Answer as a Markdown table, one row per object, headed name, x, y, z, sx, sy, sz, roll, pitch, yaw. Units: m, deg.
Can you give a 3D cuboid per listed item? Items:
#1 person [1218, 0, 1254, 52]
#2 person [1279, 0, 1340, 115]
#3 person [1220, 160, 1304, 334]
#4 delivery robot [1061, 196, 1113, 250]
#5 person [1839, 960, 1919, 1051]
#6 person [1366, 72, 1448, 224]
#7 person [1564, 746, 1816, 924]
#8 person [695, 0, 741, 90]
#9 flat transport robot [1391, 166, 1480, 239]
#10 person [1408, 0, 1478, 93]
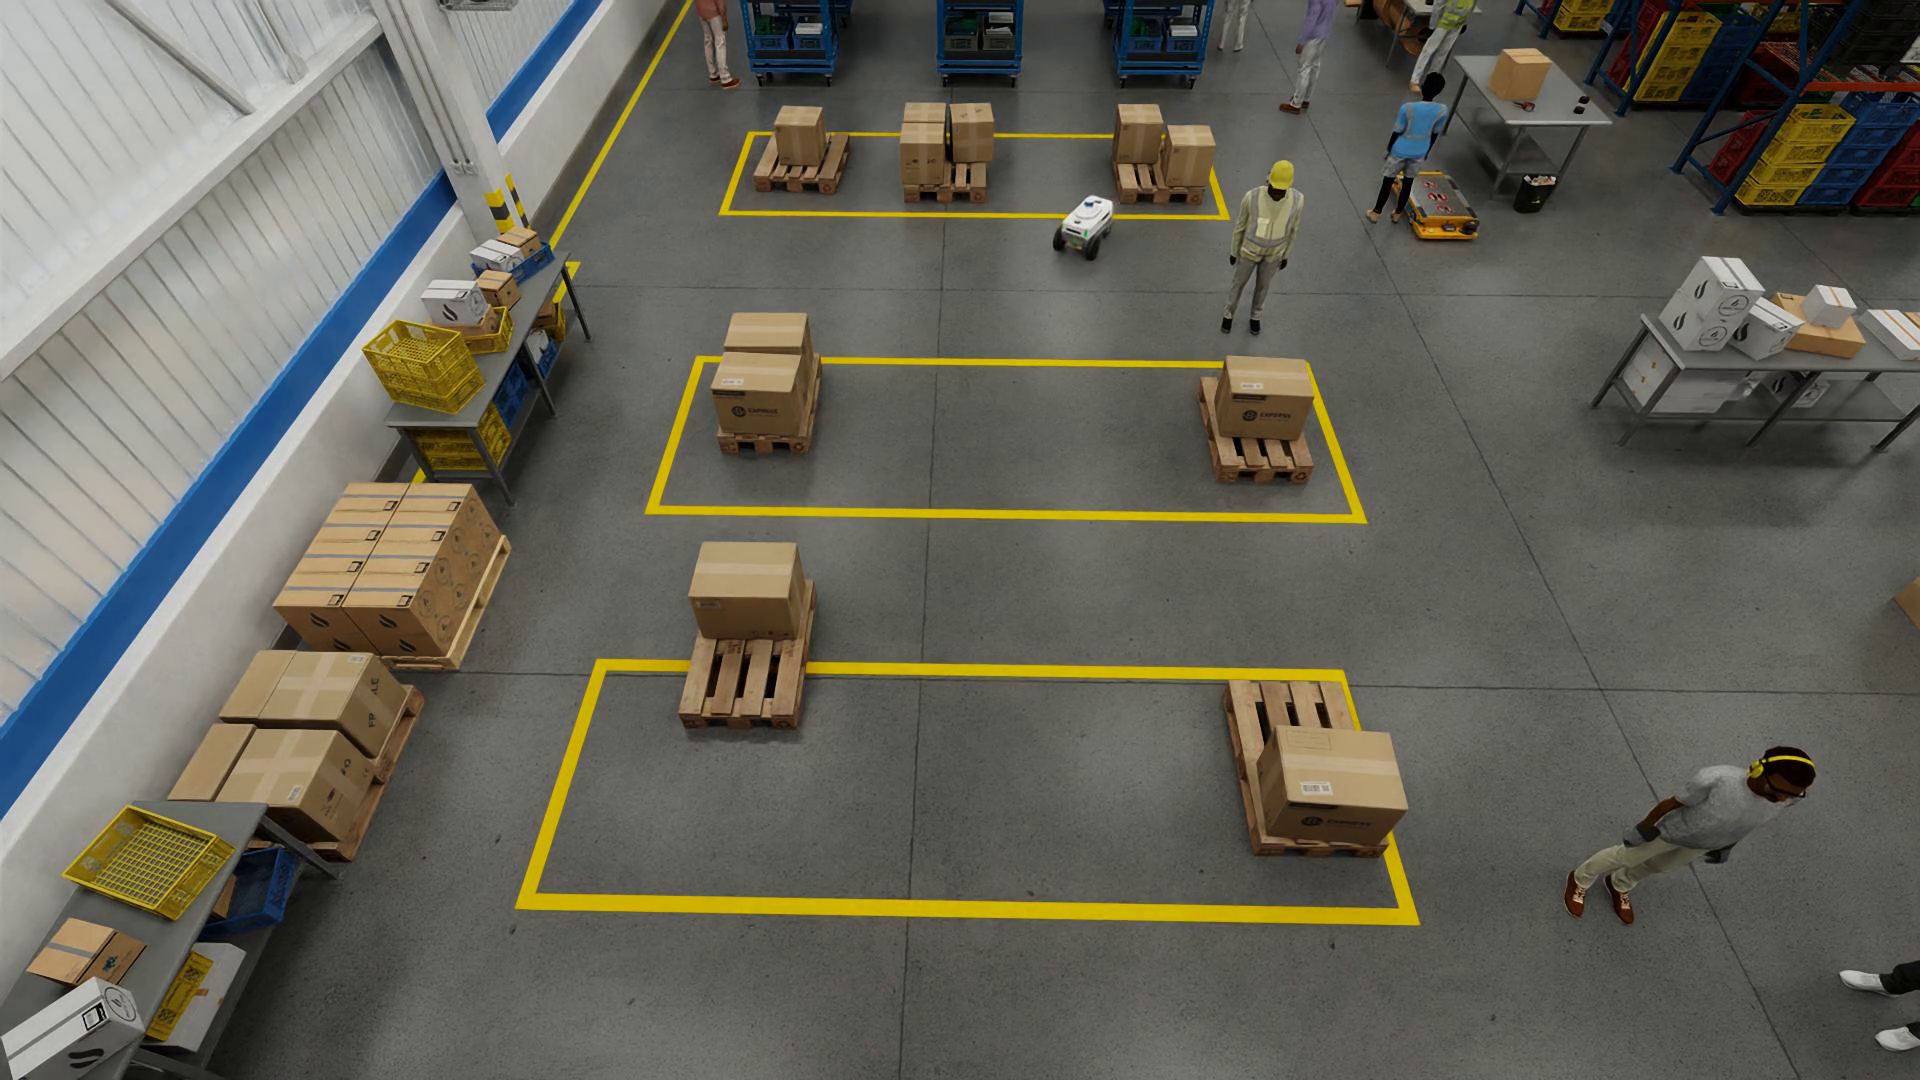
| name | x | y | z | sx | sy | sz | roll | pitch | yaw |
| --- | --- | --- | --- | --- | --- | --- | --- | --- | --- |
| person | 4.200 | -8.230 | 13.740 | 0.521 | 1.636 | 0.311 | 17 | 51 | 15 |
| person | 4.729 | -6.735 | 12.249 | 0.631 | 1.938 | 0.362 | -35 | 58 | -27 |
| person | 2.933 | -2.828 | 8.945 | 0.586 | 1.823 | 0.403 | 3 | 49 | 3 |
| delivery robot | 1.448 | -3.646 | 10.424 | 0.477 | 0.478 | 0.707 | 25 | 54 | 20 |
| person | 5.395 | 2.132 | 4.588 | 0.392 | 1.920 | 0.590 | 1 | 49 | 1 |
| person | 5.082 | -4.412 | 10.396 | 0.541 | 1.696 | 0.315 | 3 | 49 | 2 |
| person | 4.001 | 1.641 | 5.045 | 0.537 | 1.869 | 0.312 | 7 | 50 | 6 |
| person | -3.450 | -7.381 | 12.782 | 0.608 | 1.987 | 0.402 | 32 | 56 | 24 |
| flat transport robot | 5.692 | -4.094 | 11.059 | 0.652 | 0.197 | 1.431 | 1 | 49 | 1 |
| person | 6.776 | -7.165 | 12.700 | 0.641 | 1.832 | 0.431 | -14 | 51 | -12 |
